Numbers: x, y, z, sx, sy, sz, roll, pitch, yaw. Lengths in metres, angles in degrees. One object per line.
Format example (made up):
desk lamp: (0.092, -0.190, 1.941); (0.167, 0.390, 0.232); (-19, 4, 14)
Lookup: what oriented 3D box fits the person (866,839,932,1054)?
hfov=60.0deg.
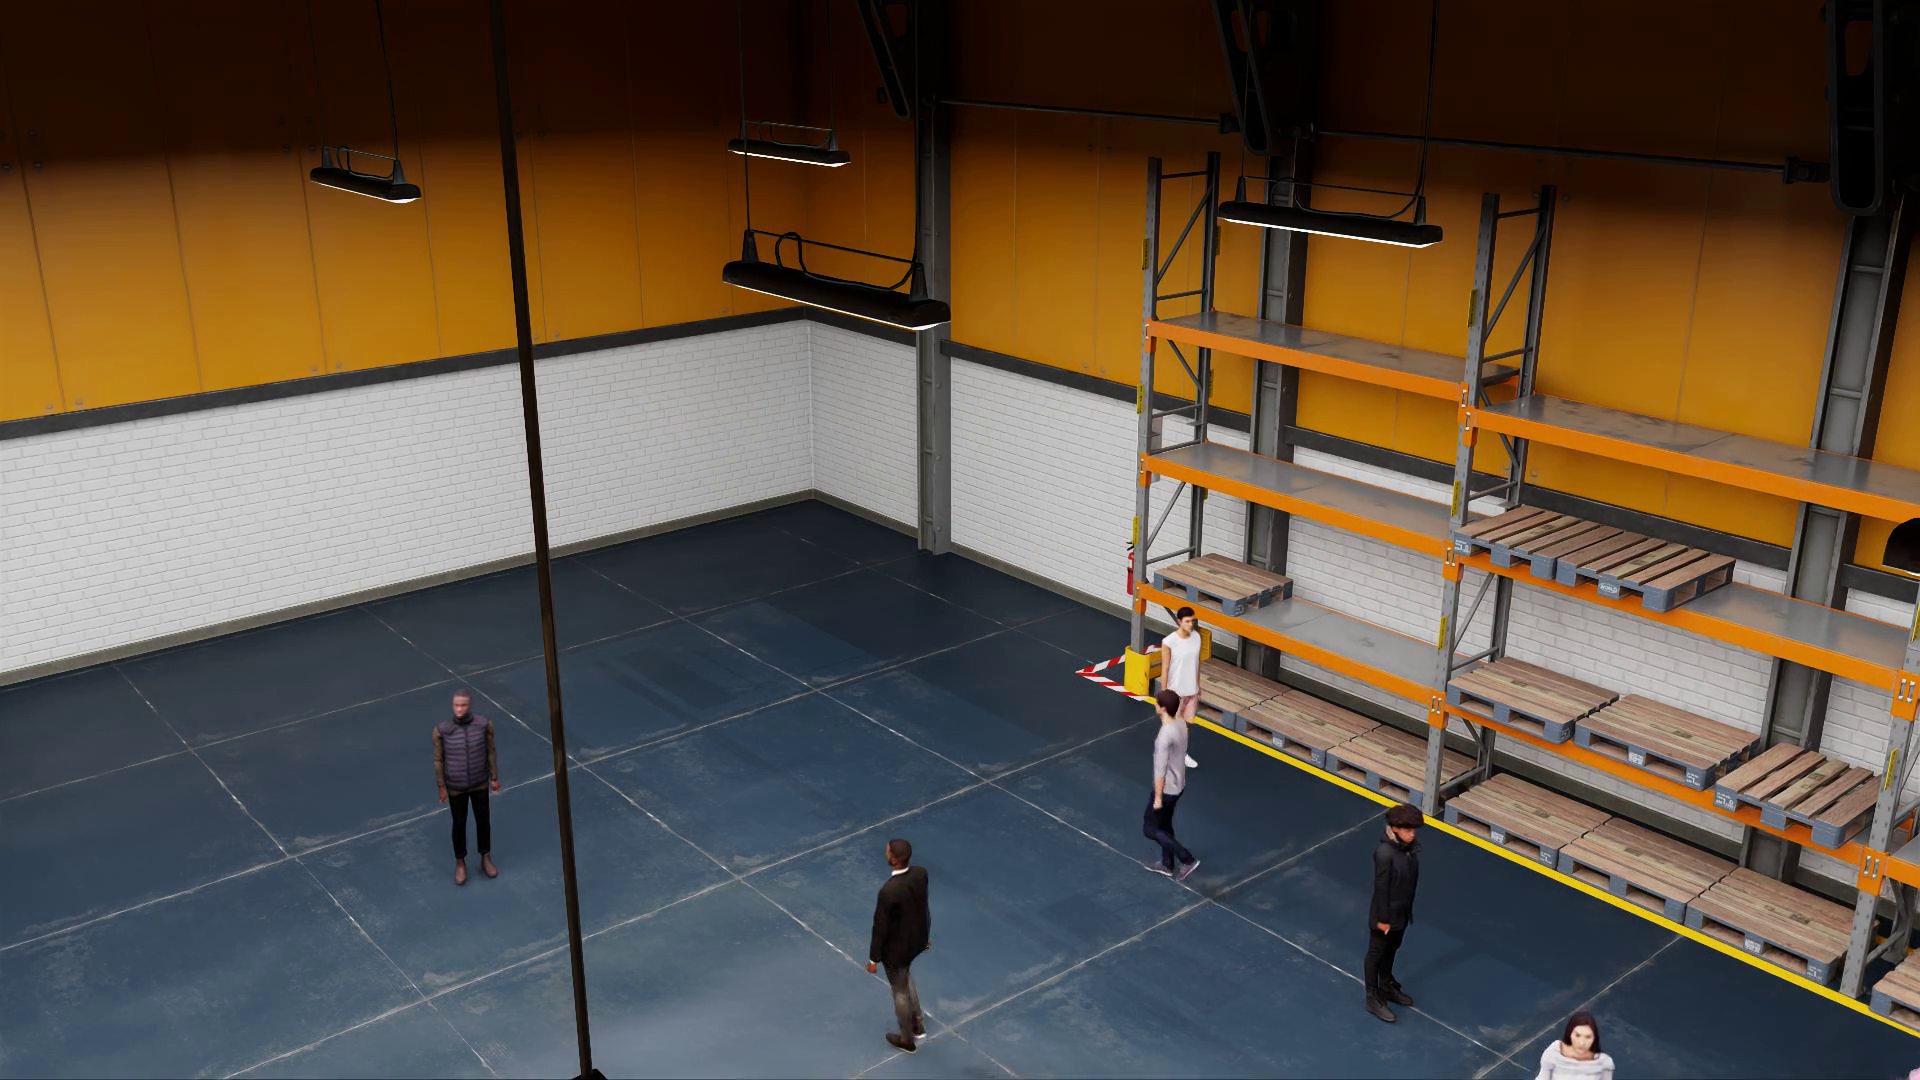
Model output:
person: (-0.362, 3.051, 12.396); (0.674, 1.795, 0.740); (15, 24, 38)

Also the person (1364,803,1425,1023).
person: (3.366, 2.860, 12.997); (0.627, 1.773, 0.600); (-18, 25, -42)

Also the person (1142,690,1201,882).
person: (1.924, 2.218, 14.815); (0.941, 1.828, 0.875); (9, 21, 26)

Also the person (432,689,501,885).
person: (-4.417, 2.176, 14.926); (0.750, 1.837, 0.670); (-9, 20, -24)

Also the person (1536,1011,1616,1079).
person: (3.906, 3.701, 10.733); (0.752, 1.625, 0.821); (5, 19, 15)

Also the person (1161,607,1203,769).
person: (2.259, 1.503, 17.004); (0.686, 1.786, 0.617); (-10, 21, -27)
